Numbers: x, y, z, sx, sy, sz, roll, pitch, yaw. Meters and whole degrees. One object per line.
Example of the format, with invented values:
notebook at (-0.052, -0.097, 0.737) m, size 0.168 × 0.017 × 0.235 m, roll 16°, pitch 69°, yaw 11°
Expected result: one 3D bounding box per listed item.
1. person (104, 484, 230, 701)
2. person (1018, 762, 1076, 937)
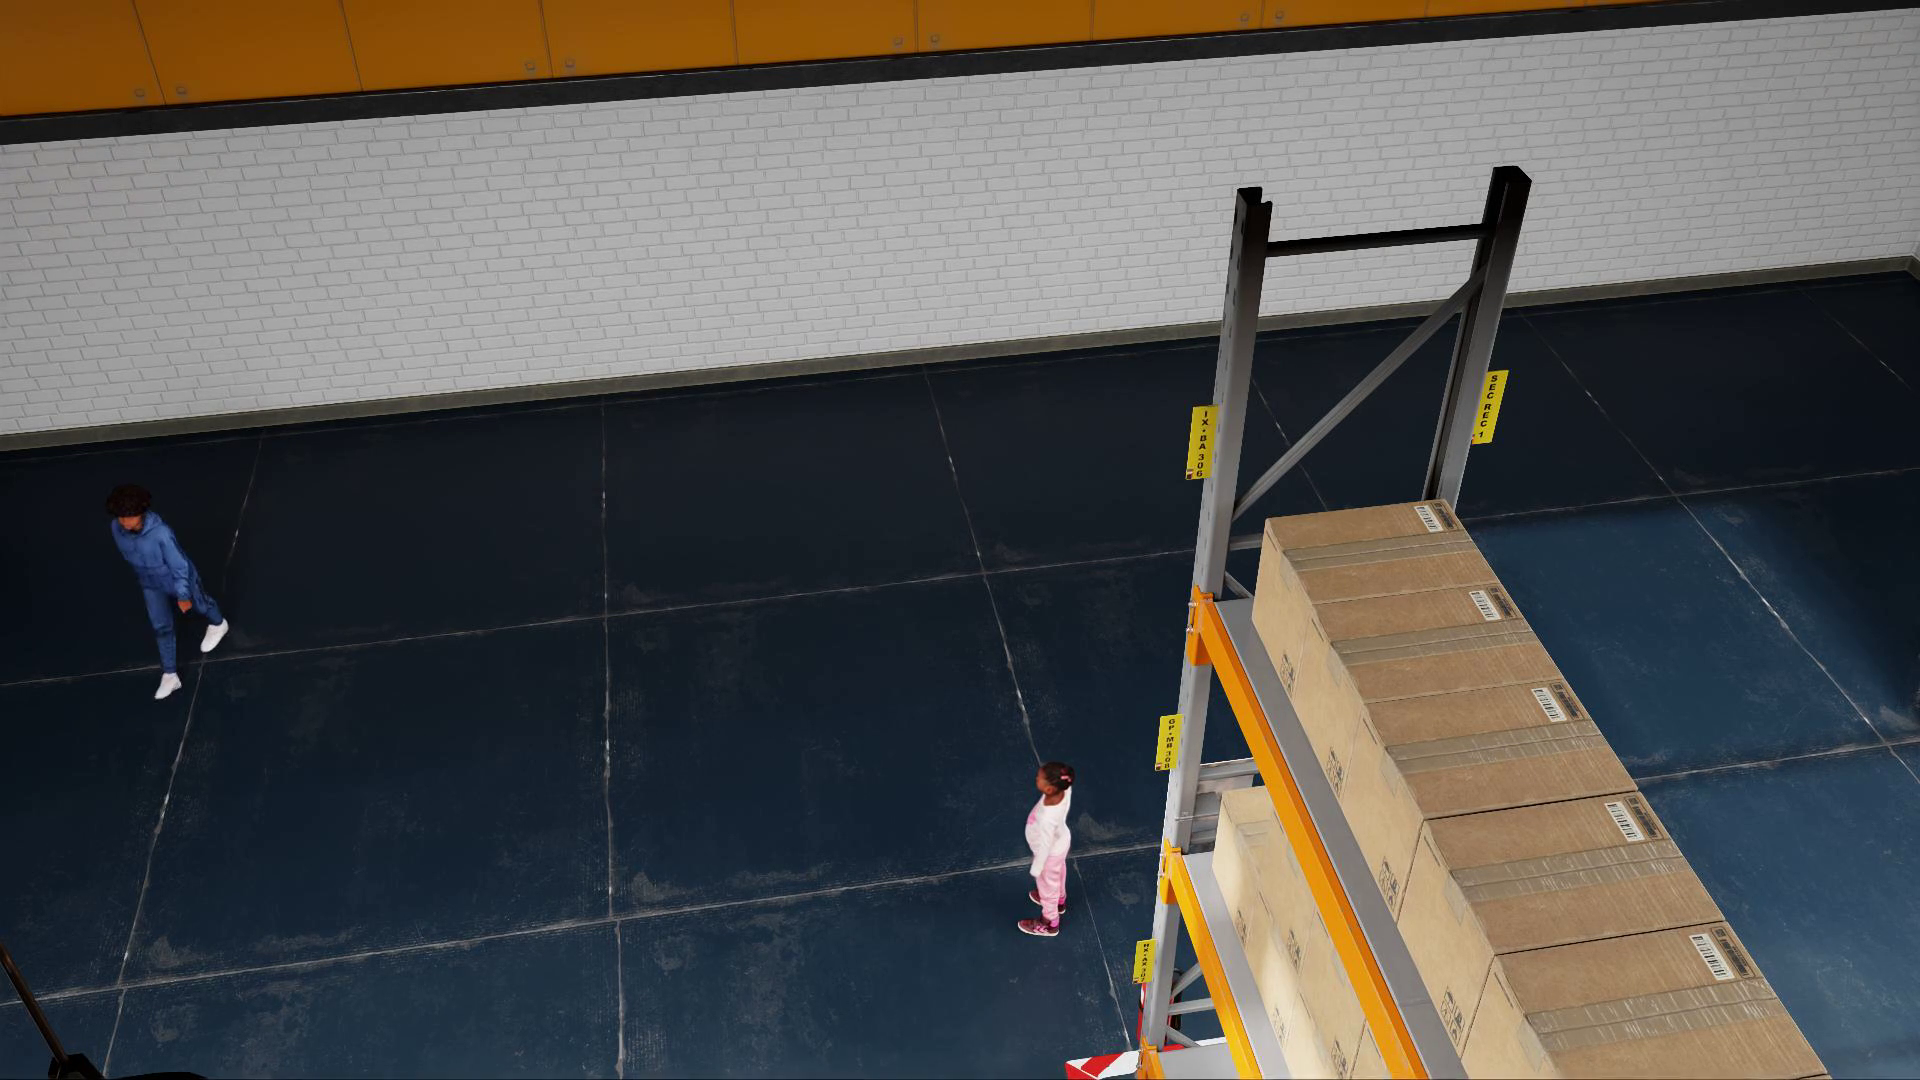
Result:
person at (-5.699, 0.218, 12.028) m, size 0.940 × 1.747 × 1.242 m, roll 9°, pitch 39°, yaw 11°
person at (0.563, 1.864, 10.209) m, size 0.681 × 1.443 × 0.581 m, roll 12°, pitch 40°, yaw 15°
